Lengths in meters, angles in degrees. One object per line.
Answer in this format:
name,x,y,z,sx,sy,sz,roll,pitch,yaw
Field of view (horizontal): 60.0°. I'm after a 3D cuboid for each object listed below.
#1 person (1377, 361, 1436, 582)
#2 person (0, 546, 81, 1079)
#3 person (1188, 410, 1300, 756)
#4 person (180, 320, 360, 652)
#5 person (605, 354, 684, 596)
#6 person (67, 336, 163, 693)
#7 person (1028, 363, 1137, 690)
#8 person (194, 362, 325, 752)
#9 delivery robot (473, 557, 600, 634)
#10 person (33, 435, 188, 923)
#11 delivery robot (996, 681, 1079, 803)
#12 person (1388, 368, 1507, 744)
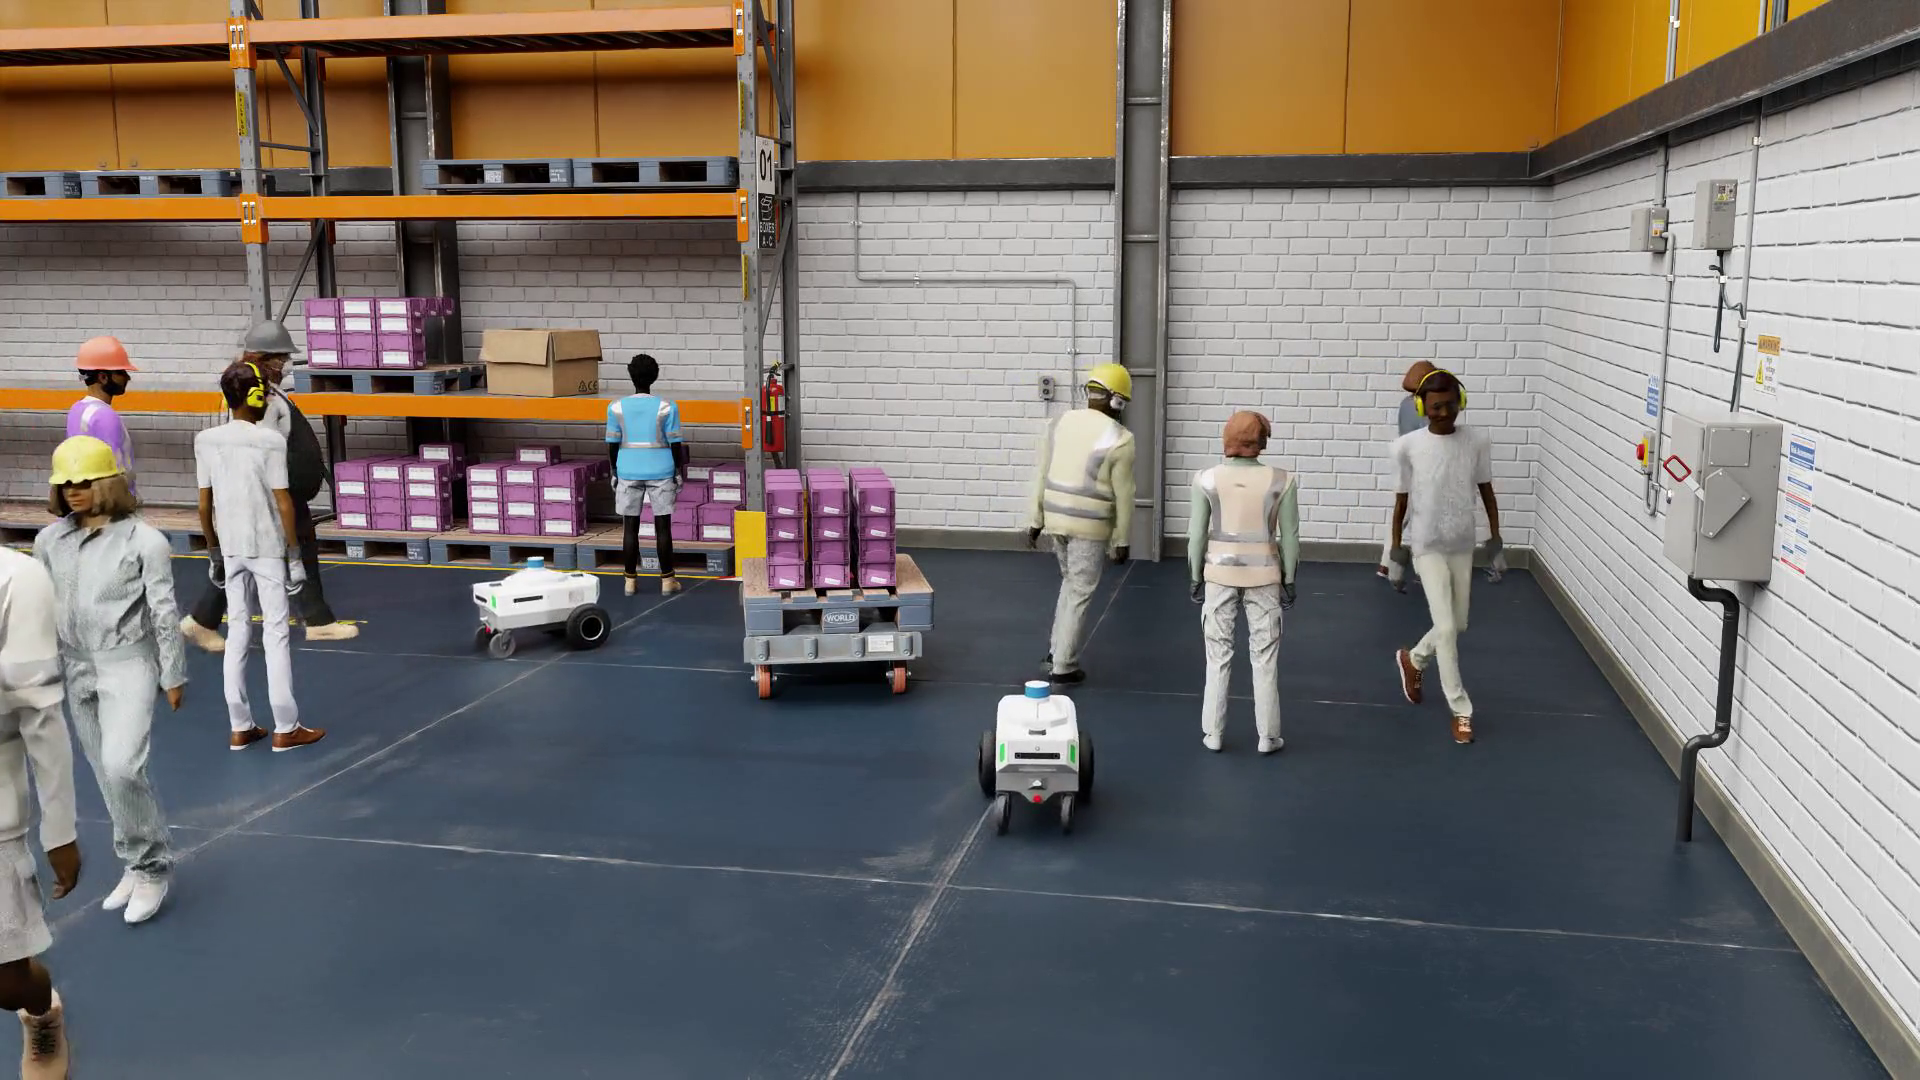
person,3.343,-0.491,12.159,0.356,1.647,0.501,-2,10,-10
person,-2.468,0.652,4.059,0.615,2.013,0.789,-3,10,-15
person,1.338,0.207,7.873,0.521,1.636,0.311,2,10,14
person,-4.228,-0.347,9.998,0.968,2.000,0.689,-3,10,-19
person,-2.196,-0.451,11.649,0.541,1.700,0.315,0,9,0
person,-4.570,-0.123,8.966,0.376,1.935,0.549,-9,13,-42
person,0.693,-0.068,9.102,0.541,1.782,0.639,-9,13,-44
person,-3.360,0.084,7.939,0.518,1.865,0.326,2,10,12
delivery robot,-2.549,0.344,10.020,0.707,0.478,0.477,-7,12,-36
person,-3.037,0.494,5.872,0.494,1.727,0.544,2,10,11
delivery robot,0.325,0.840,7.030,0.477,0.478,0.707,0,9,2
person,2.400,0.042,8.327,0.586,1.826,0.810,-1,9,-5
